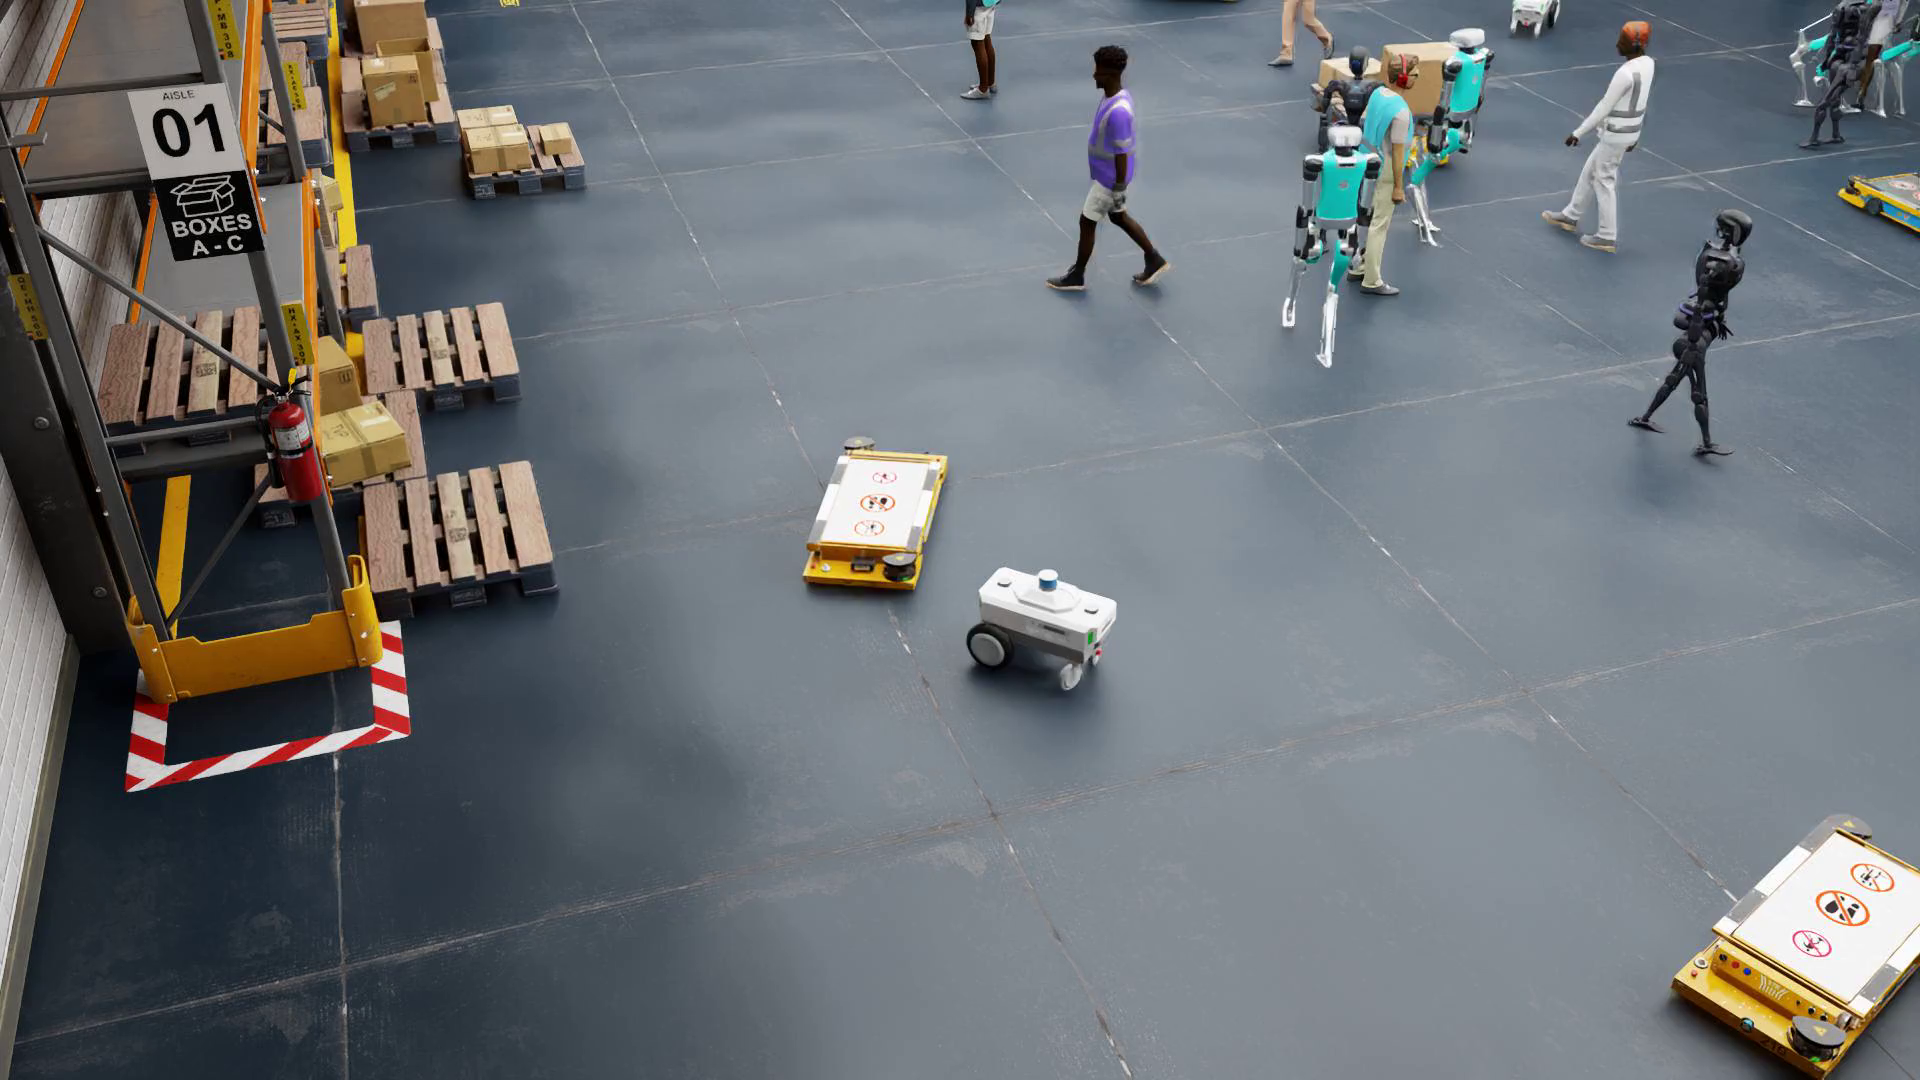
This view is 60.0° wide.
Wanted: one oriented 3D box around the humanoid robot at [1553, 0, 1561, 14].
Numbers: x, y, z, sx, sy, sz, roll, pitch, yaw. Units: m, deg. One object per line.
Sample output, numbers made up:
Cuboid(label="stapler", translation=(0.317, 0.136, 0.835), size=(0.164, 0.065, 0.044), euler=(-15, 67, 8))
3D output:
Cuboid(label="humanoid robot", translation=(6.903, -6.925, 19.143), size=(0.535, 1.769, 0.776), euler=(3, 33, 5))

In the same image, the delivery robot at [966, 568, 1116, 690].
Cuboid(label="delivery robot", translation=(0.429, 0.435, 8.943), size=(0.780, 0.609, 0.523), euler=(17, 37, 24))

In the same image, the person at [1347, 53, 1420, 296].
Cuboid(label="person", translation=(3.215, -2.787, 12.688), size=(0.395, 1.847, 0.563), euler=(-5, 33, -8))

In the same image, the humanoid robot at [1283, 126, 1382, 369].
Cuboid(label="humanoid robot", translation=(2.587, -2.211, 11.938), size=(0.541, 1.781, 0.988), euler=(-1, 33, -2))

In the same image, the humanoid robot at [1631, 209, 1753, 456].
Cuboid(label="humanoid robot", translation=(4.817, -1.342, 10.657), size=(0.748, 1.630, 0.612), euler=(24, 40, 32))

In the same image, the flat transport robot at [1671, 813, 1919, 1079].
Cuboid(label="flat transport robot", translation=(3.770, 1.721, 7.219), size=(1.431, 0.231, 0.659), euler=(-26, 41, -33))

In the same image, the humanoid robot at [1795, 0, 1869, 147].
Cuboid(label="humanoid robot", translation=(8.183, -4.449, 15.408), size=(0.546, 1.627, 0.614), euler=(2, 33, 3))

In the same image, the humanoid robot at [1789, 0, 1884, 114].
Cuboid(label="humanoid robot", translation=(8.463, -4.926, 16.083), size=(0.946, 1.742, 0.537), euler=(3, 33, 4))

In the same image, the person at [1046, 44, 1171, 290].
Cuboid(label="person", translation=(1.192, -2.814, 12.659), size=(0.942, 1.928, 0.614), euler=(1, 33, 2))

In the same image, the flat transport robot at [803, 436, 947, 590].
Cuboid(label="flat transport robot", translation=(-0.493, -0.177, 10.130), size=(0.659, 0.231, 1.431), euler=(4, 33, 6))

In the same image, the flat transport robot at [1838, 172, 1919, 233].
Cuboid(label="flat transport robot", translation=(8.264, -2.784, 14.129), size=(0.659, 0.231, 1.431), euler=(-10, 35, -15))

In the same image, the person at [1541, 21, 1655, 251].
Cuboid(label="person", translation=(5.157, -3.279, 13.440), size=(0.756, 1.850, 0.587), euler=(22, 39, 29))

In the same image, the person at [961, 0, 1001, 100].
Cuboid(label="person", translation=(0.183, -5.368, 16.583), size=(0.472, 1.924, 0.547), euler=(11, 35, 16))

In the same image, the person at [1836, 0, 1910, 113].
Cuboid(label="person", translation=(9.028, -5.203, 16.411), size=(0.555, 1.822, 1.129), euler=(17, 37, 24))

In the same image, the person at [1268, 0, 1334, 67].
Cuboid(label="person", translation=(3.672, -5.847, 17.560), size=(0.705, 1.637, 0.520), euler=(-17, 37, -24))

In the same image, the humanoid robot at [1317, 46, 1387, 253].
Cuboid(label="humanoid robot", translation=(3.185, -3.172, 13.467), size=(0.590, 1.646, 0.621), euler=(10, 34, 14))

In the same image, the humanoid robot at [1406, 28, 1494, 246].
Cuboid(label="humanoid robot", translation=(3.878, -3.331, 13.615), size=(0.543, 1.786, 0.686), euler=(-23, 39, -31))

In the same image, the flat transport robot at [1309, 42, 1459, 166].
Cuboid(label="flat transport robot", translation=(4.054, -3.889, 15.824), size=(0.659, 0.231, 1.431), euler=(-5, 33, -8))

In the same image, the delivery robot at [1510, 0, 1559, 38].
Cuboid(label="delivery robot", translation=(6.512, -6.060, 18.897), size=(0.499, 0.602, 0.795), euler=(15, 36, 21))

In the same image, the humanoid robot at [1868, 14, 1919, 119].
Cuboid(label="humanoid robot", translation=(9.312, -4.990, 16.173), size=(0.541, 1.770, 0.763), euler=(-17, 37, -24))
